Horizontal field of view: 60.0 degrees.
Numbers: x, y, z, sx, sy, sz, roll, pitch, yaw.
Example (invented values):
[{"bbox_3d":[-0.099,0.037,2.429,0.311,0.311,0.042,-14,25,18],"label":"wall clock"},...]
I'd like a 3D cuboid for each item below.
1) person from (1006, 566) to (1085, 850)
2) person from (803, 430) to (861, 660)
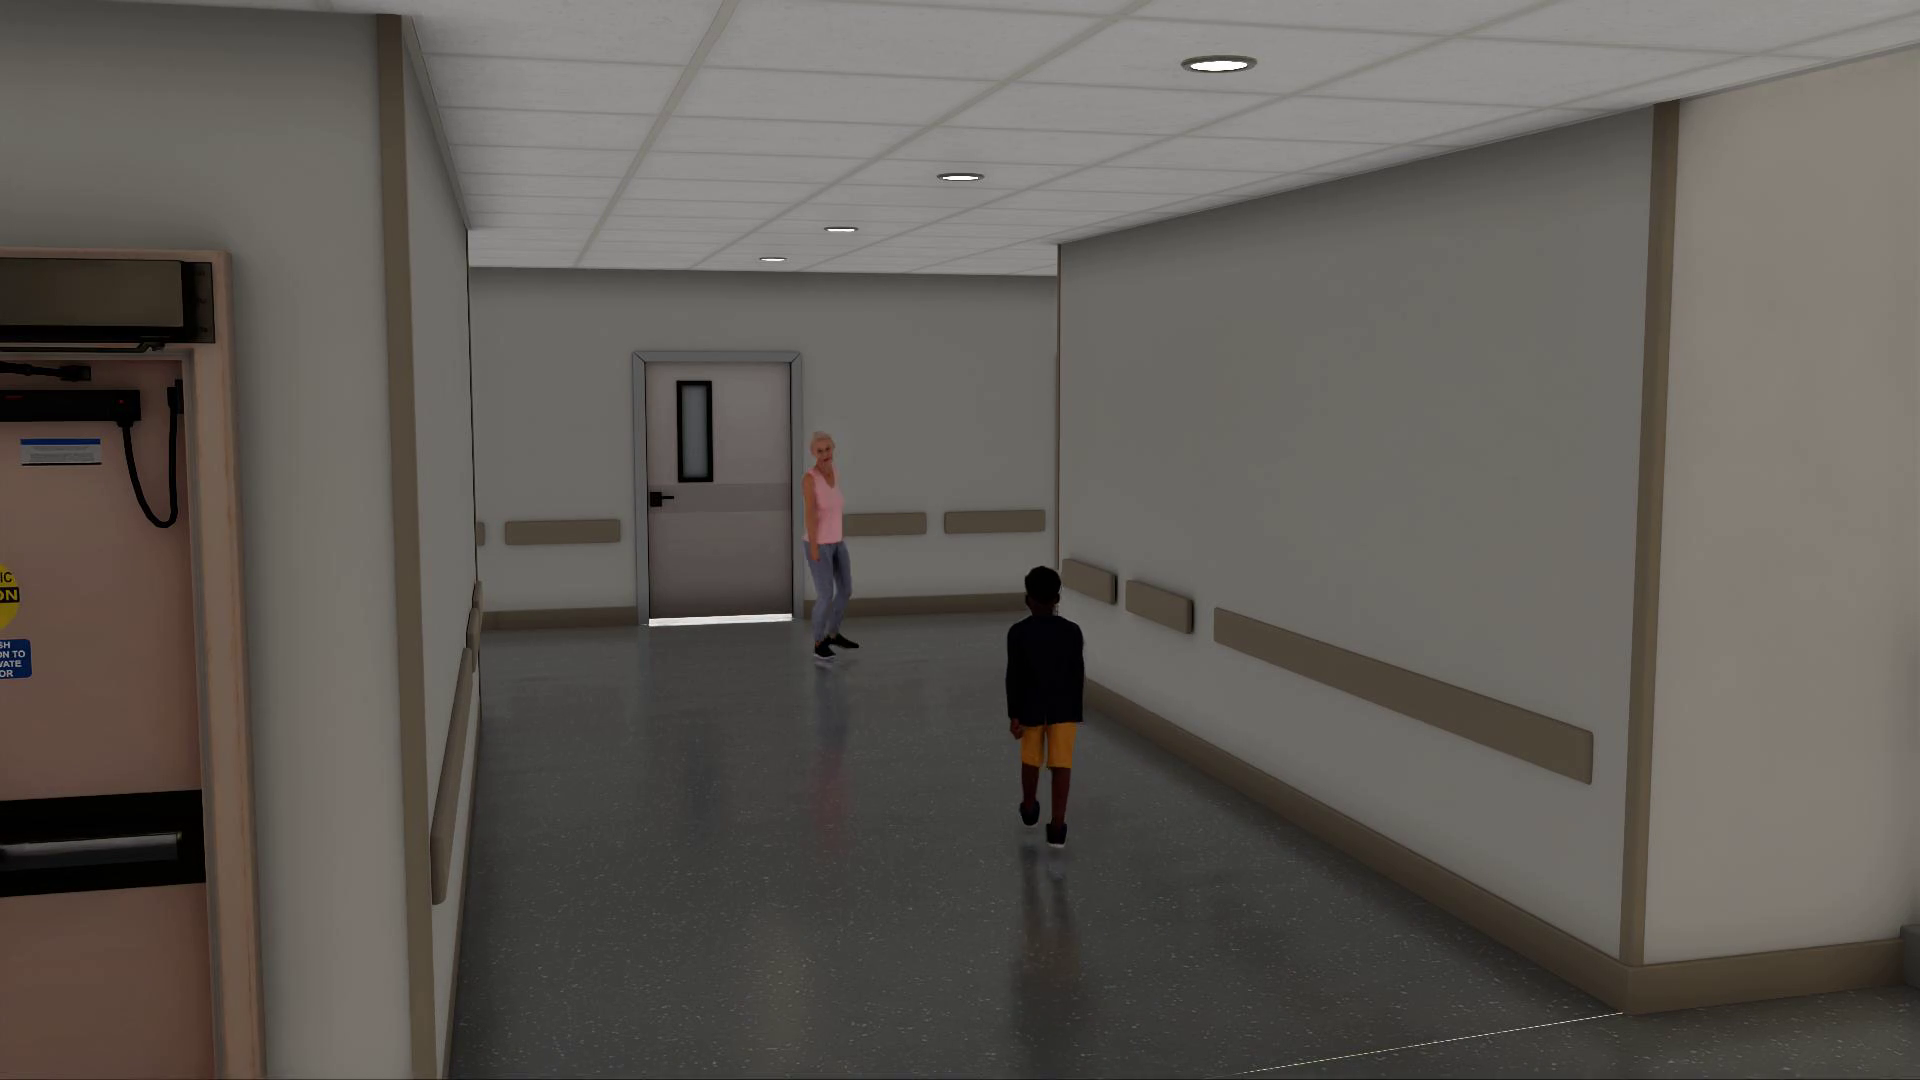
[{"bbox_3d":[0.400,0.767,7.432,0.866,1.242,0.715,0,6,-1],"label":"person"},{"bbox_3d":[-0.997,0.047,12.320,0.904,1.695,0.817,2,6,21],"label":"person"}]
